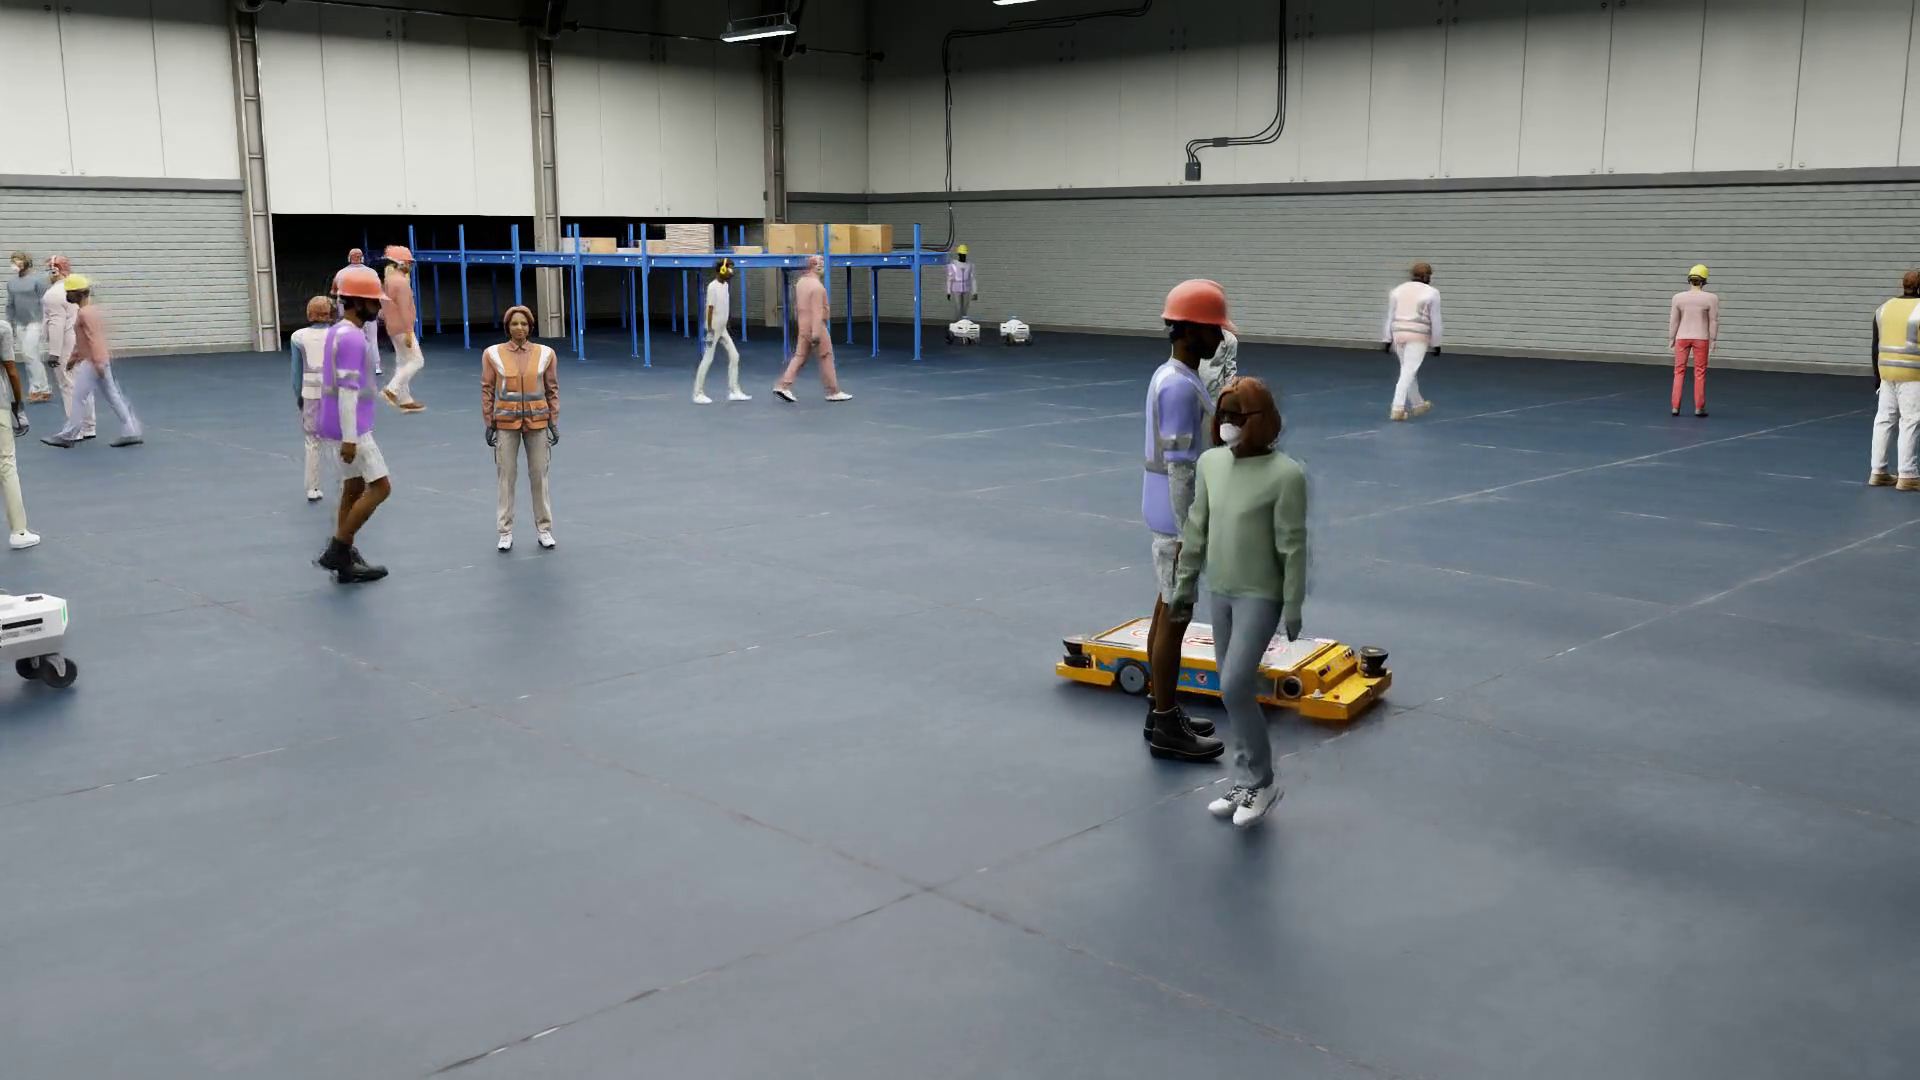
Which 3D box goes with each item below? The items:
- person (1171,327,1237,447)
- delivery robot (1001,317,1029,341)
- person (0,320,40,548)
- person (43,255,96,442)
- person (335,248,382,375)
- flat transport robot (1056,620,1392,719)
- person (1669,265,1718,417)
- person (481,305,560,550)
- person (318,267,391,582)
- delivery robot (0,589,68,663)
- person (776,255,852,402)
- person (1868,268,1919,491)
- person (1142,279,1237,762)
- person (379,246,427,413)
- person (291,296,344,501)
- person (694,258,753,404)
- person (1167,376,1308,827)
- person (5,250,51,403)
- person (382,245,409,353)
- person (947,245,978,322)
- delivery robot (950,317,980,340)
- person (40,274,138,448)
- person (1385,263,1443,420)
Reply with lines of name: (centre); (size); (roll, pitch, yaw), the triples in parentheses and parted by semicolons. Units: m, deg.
person: (1.774, -0.981, 12.197); (0.485, 1.741, 0.302); (2, 11, 11)
delivery robot: (1.058, -4.080, 32.188); (0.477, 0.478, 0.707); (-4, 11, -21)
person: (-6.586, -0.865, 11.238); (0.518, 1.862, 0.326); (-2, 11, -13)
person: (-9.207, -1.970, 17.143); (0.410, 1.906, 0.642); (0, 10, 0)
person: (-9.126, -3.467, 25.295); (0.637, 1.911, 0.403); (-3, 11, -18)
flat transport robot: (1.234, 0.577, 7.829); (1.431, 0.197, 0.652); (6, 12, 30)
person: (8.610, -2.341, 19.541); (0.528, 1.767, 0.330); (7, 13, 35)
person: (-2.969, -0.762, 11.268); (0.514, 1.644, 0.307); (-4, 11, -21)
person: (-3.648, -0.687, 10.114); (0.439, 1.915, 0.577); (-6, 12, -29)
delivery robot: (-4.530, 0.416, 7.677); (0.477, 0.478, 0.707); (8, 13, 36)
person: (-1.906, -2.696, 21.214); (0.961, 1.868, 0.647); (-6, 12, -30)
person: (7.954, -1.355, 13.958); (0.429, 1.842, 0.632); (-3, 11, -16)
person: (0.925, -0.089, 6.799); (0.362, 1.936, 0.542); (1, 10, 3)
person: (-6.663, -2.503, 19.832); (0.467, 1.981, 0.641); (-7, 12, -32)
person: (-5.057, -1.126, 13.281); (0.529, 1.632, 0.310); (0, 10, -1)
person: (-3.002, -2.642, 21.028); (0.832, 1.818, 0.614); (3, 11, 16)
person: (0.994, 0.223, 5.980); (0.432, 1.619, 0.499); (-6, 12, -31)
person: (-11.814, -2.680, 20.983); (0.655, 1.914, 0.691); (4, 11, 21)
person: (-10.206, -4.357, 30.147); (0.361, 1.917, 0.578); (6, 12, 30)
person: (0.075, -5.194, 34.714); (0.606, 1.898, 0.786); (-3, 11, -16)
delivery robot: (0.092, -4.089, 32.241); (0.477, 0.478, 0.707); (-6, 12, -28)
person: (-8.699, -1.767, 16.536); (0.879, 1.713, 0.517); (-4, 11, -21)
person: (5.291, -2.301, 19.257); (0.956, 1.789, 0.637); (-9, 13, -39)
